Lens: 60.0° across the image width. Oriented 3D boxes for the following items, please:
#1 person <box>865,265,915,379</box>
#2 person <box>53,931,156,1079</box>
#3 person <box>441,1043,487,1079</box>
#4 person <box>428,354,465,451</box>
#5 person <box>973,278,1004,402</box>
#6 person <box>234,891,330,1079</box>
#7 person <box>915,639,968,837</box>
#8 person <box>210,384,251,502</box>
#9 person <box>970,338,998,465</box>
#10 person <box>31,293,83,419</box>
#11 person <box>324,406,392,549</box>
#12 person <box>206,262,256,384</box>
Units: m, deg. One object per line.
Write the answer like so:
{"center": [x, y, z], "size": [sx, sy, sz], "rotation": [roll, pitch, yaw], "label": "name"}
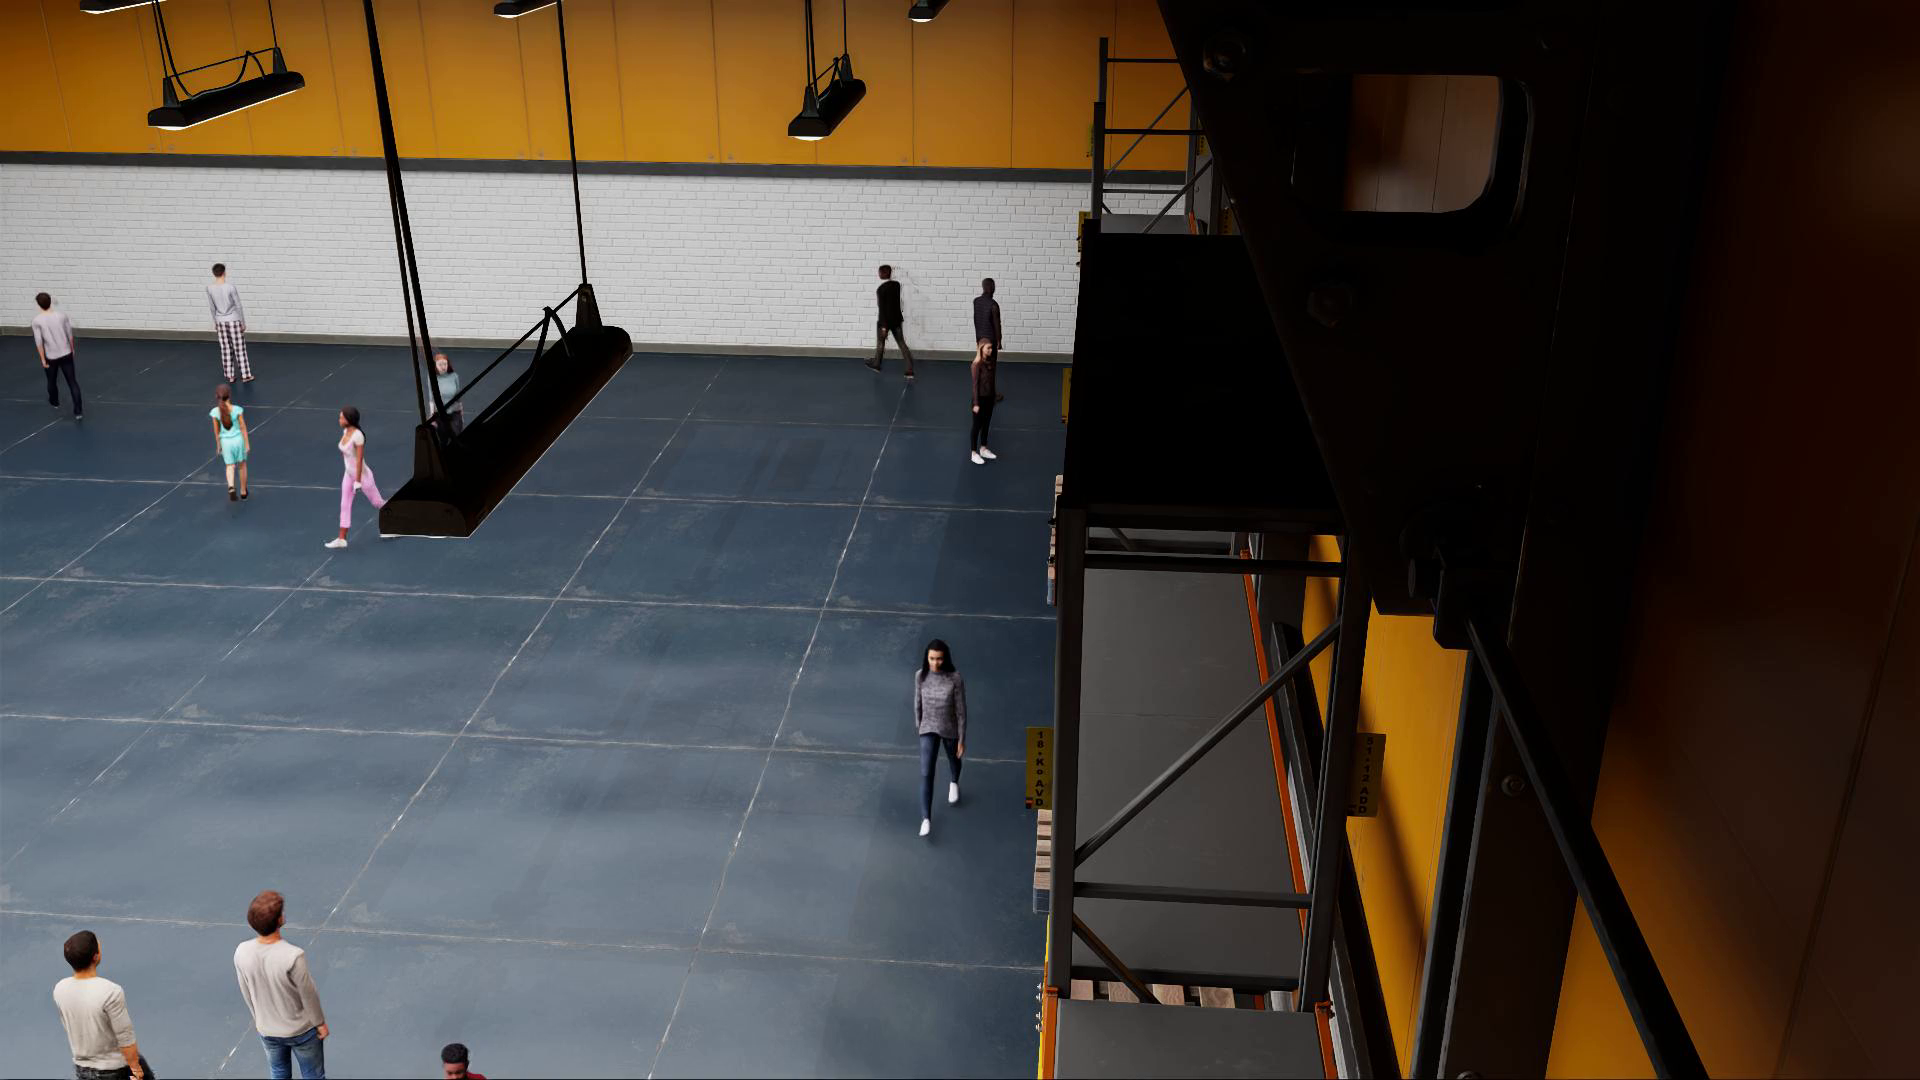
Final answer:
{"center": [-0.990, -3.268, 25.305], "size": [1.239, 1.742, 1.265], "rotation": [-20, 30, -38], "label": "person"}
{"center": [-5.326, 3.296, 10.253], "size": [0.696, 1.771, 1.131], "rotation": [4, 24, 8], "label": "person"}
{"center": [-3.049, 3.604, 10.194], "size": [0.574, 1.255, 0.592], "rotation": [-8, 25, -18], "label": "person"}
{"center": [-6.629, -1.569, 21.460], "size": [1.043, 1.710, 1.206], "rotation": [-14, 27, -28], "label": "person"}
{"center": [0.400, -2.959, 24.478], "size": [0.820, 1.839, 0.766], "rotation": [-19, 30, -37], "label": "person"}
{"center": [-4.282, 3.076, 10.593], "size": [0.656, 1.902, 0.582], "rotation": [3, 24, 8], "label": "person"}
{"center": [-0.131, 1.603, 14.241], "size": [0.689, 1.680, 1.187], "rotation": [4, 24, 8], "label": "person"}
{"center": [-9.097, -1.184, 20.783], "size": [0.692, 1.547, 0.867], "rotation": [-5, 24, -12], "label": "person"}
{"center": [0.306, -1.878, 22.174], "size": [0.733, 1.703, 0.635], "rotation": [19, 30, 37], "label": "person"}
{"center": [-12.814, -2.593, 23.693], "size": [1.149, 1.798, 1.221], "rotation": [-18, 29, -35], "label": "person"}
{"center": [-6.983, -0.739, 19.584], "size": [1.179, 1.692, 1.088], "rotation": [-20, 30, -38], "label": "person"}
{"center": [-11.105, -3.302, 25.252], "size": [0.643, 1.848, 0.557], "rotation": [-1, 24, -1], "label": "person"}
